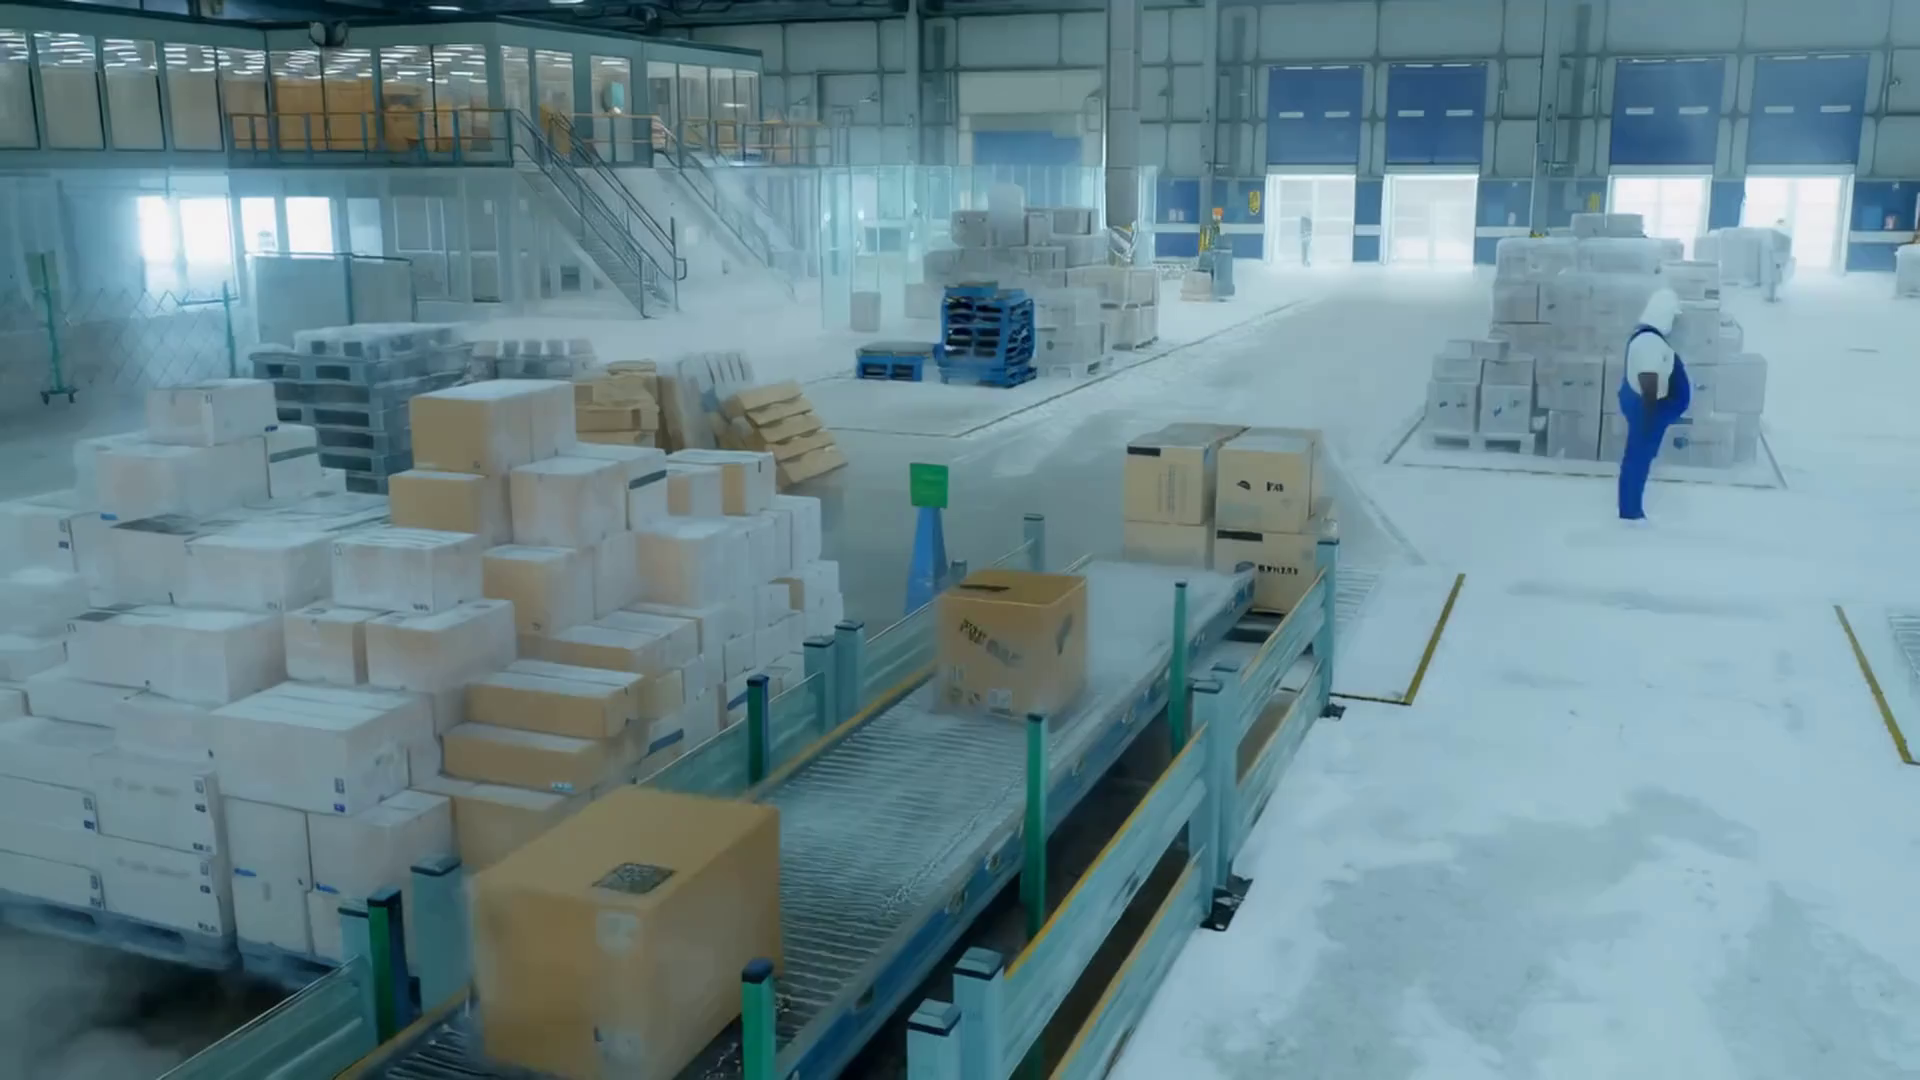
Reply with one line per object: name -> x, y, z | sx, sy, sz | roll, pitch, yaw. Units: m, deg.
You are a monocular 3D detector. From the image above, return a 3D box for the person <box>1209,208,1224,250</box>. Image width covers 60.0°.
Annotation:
person -> 6.803, -7.785, 44.108 | 0.396, 1.992, 0.622 | 5, 13, 21

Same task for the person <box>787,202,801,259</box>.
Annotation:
person -> -5.618, -10.520, 56.538 | 0.423, 1.935, 0.626 | 7, 14, 28

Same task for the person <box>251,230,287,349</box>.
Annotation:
person -> -11.176, -3.992, 26.986 | 0.390, 2.040, 0.614 | 5, 13, 21

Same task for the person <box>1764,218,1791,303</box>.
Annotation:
person -> 18.651, -6.358, 37.912 | 0.398, 1.914, 0.637 | 3, 13, 15

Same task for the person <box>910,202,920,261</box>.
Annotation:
person -> -1.473, -10.222, 55.175 | 0.378, 1.932, 0.551 | 5, 13, 21

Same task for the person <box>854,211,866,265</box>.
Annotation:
person -> -3.198, -9.682, 53.293 | 0.317, 1.695, 0.540 | 5, 13, 21

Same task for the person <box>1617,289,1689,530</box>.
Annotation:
person -> 5.867, -1.111, 14.067 | 0.538, 2.000, 0.701 | 3, 13, 15

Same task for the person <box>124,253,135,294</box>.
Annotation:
person -> -18.276, -5.919, 36.580 | 0.312, 1.620, 0.545 | 4, 13, 15

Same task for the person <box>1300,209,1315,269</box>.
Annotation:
person -> 10.591, -9.169, 50.716 | 0.435, 1.833, 0.634 | 6, 14, 24

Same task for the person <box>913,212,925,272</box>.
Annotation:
person -> -1.177, -8.792, 49.190 | 0.394, 1.754, 0.549 | 7, 14, 29
